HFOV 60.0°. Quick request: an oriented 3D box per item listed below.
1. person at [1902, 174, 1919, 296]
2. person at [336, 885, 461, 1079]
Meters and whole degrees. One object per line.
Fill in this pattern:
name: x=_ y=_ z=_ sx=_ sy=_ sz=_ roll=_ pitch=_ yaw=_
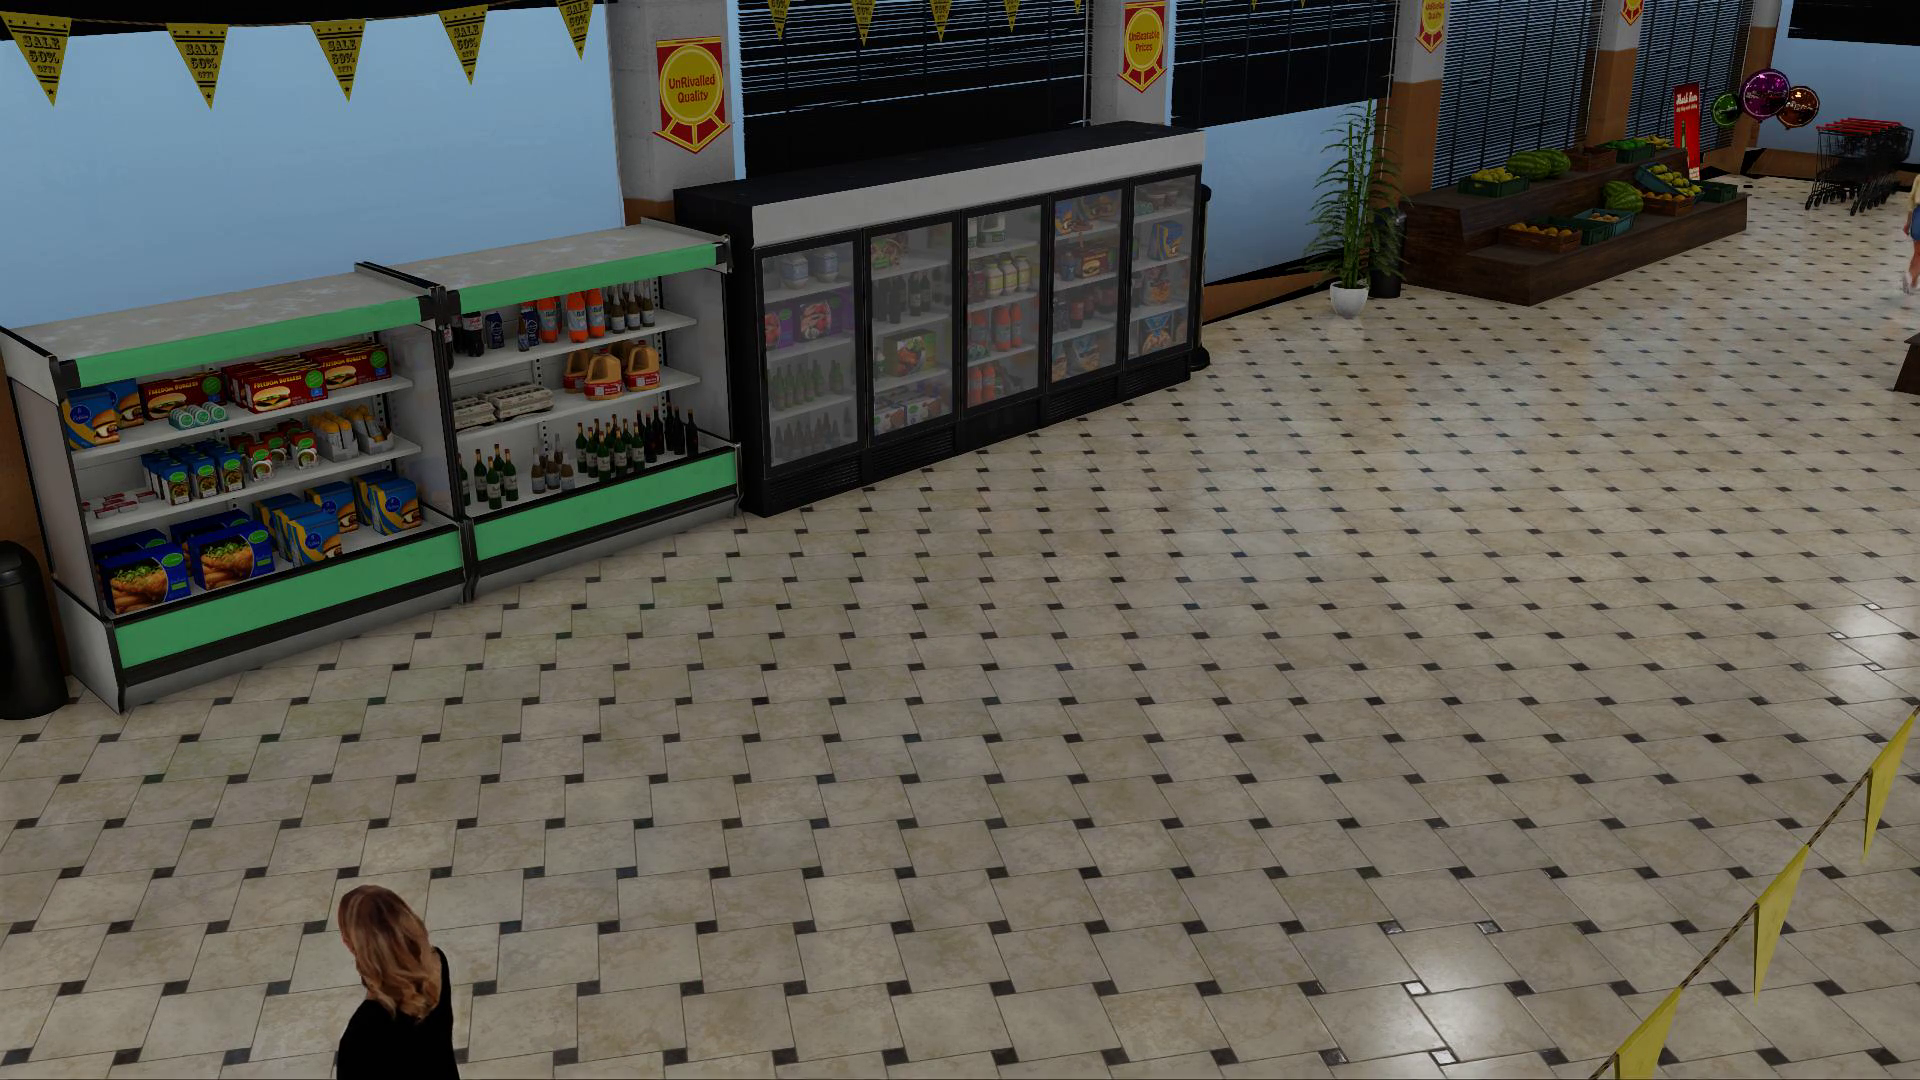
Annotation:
person: x=10.625 y=-3.461 z=18.324 sx=0.979 sy=1.613 sz=0.696 roll=-17 pitch=28 yaw=-37
person: x=-1.616 y=1.806 z=4.963 sx=0.736 sy=1.801 sz=0.618 roll=5 pitch=22 yaw=13
